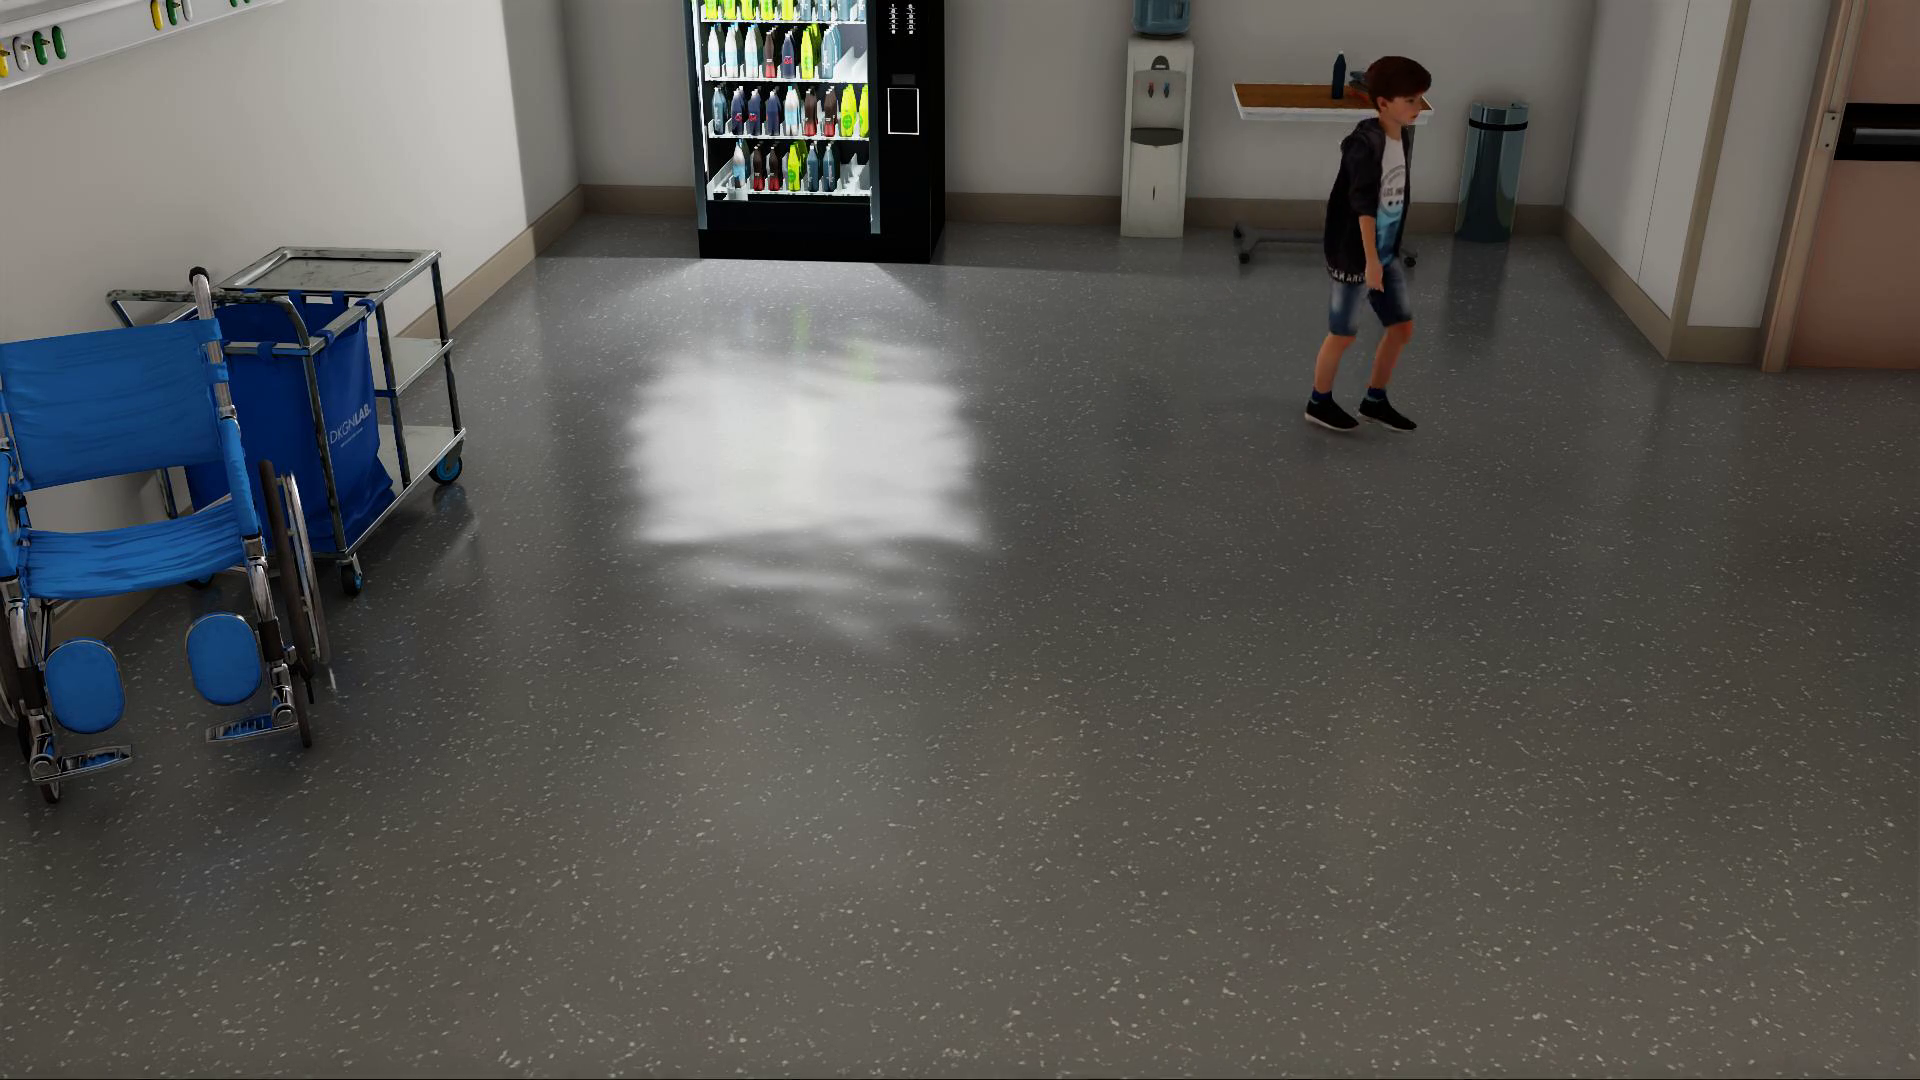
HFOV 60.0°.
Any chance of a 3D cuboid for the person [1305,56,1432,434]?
[{"bbox_3d":[1.477,-1.094,6.283,0.712,1.429,0.776,-22,33,-38],"label":"person"}]
